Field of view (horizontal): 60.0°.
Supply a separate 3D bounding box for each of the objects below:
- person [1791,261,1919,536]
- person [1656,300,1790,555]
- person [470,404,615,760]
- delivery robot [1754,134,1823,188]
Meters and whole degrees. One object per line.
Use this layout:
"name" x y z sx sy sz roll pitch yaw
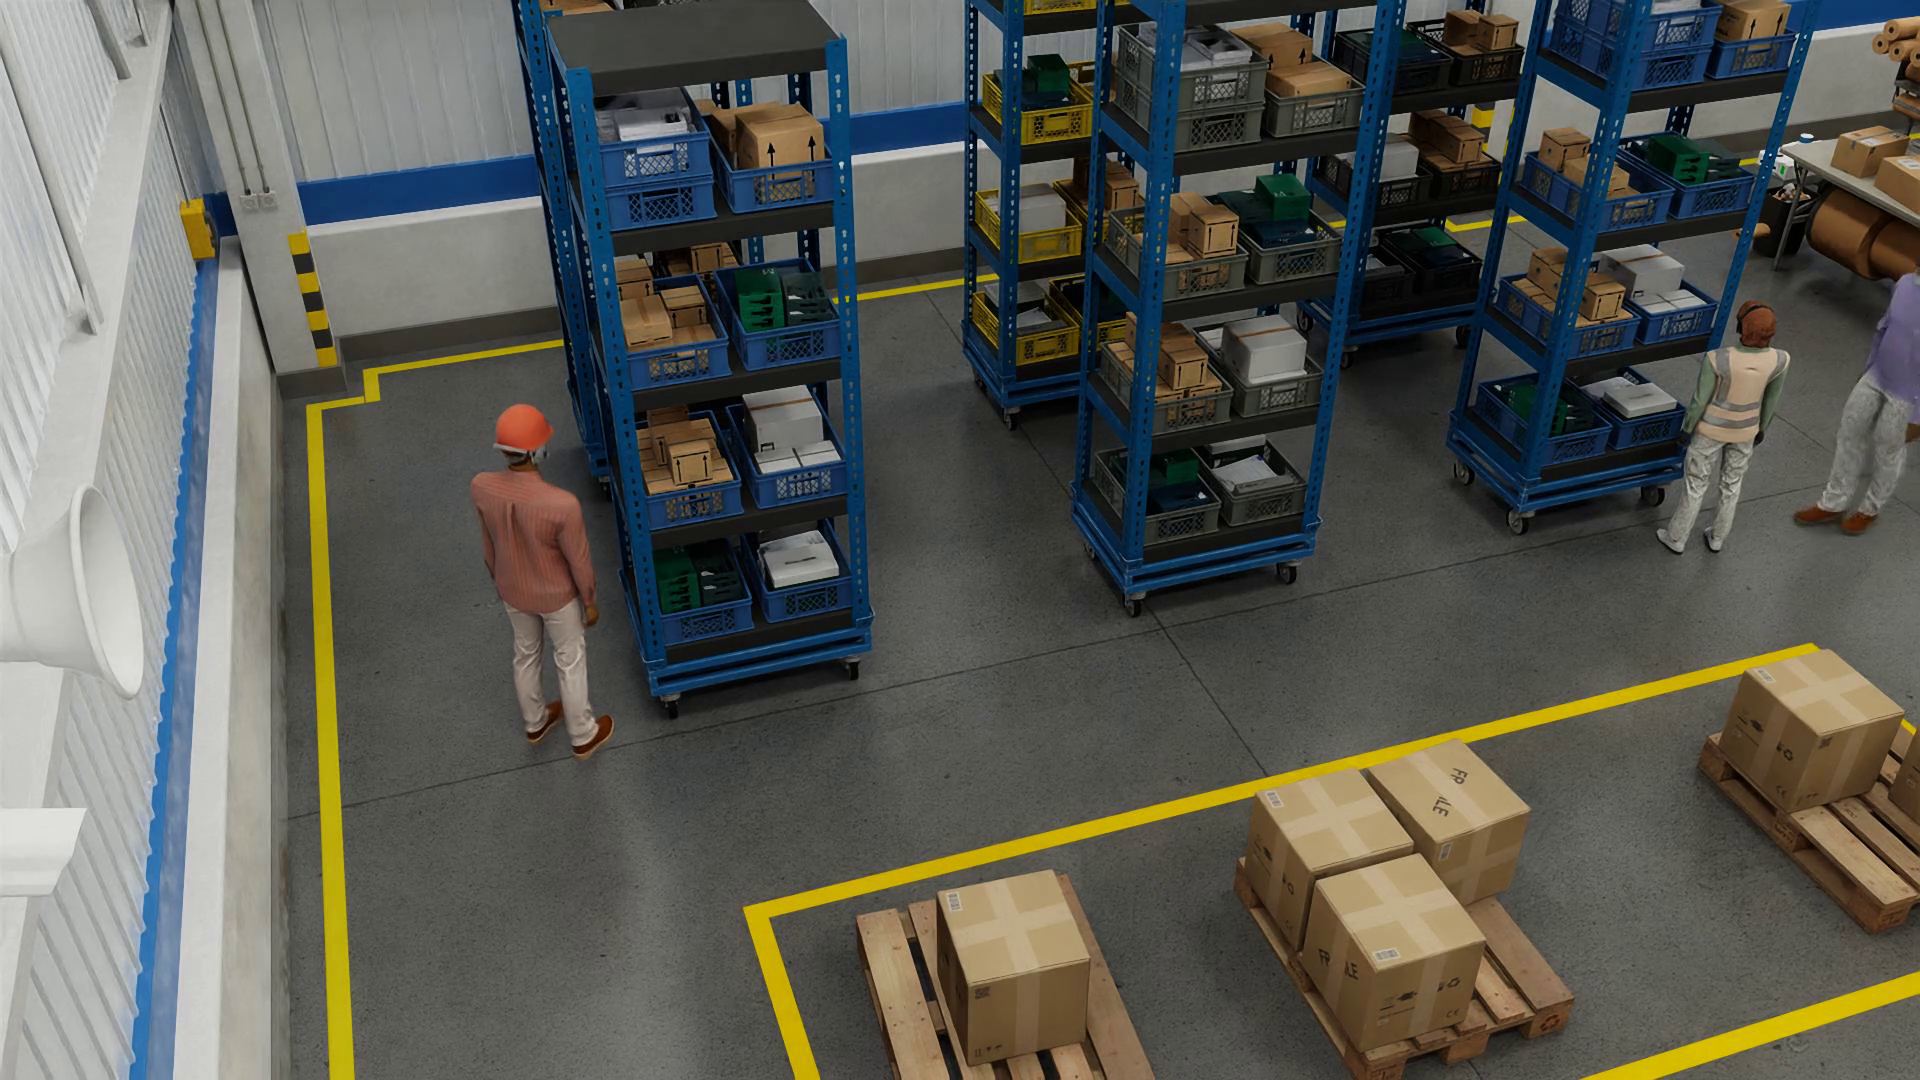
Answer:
"person" 5.495 -0.873 9.845 0.531 1.920 0.664 -7 36 -10
"person" 4.481 -0.638 9.755 0.525 1.639 0.307 -1 35 -1
"person" -2.060 0.216 8.254 0.610 1.985 0.412 12 37 16
"delivery robot" 7.225 -3.253 14.321 0.707 0.478 0.477 -12 37 -17
